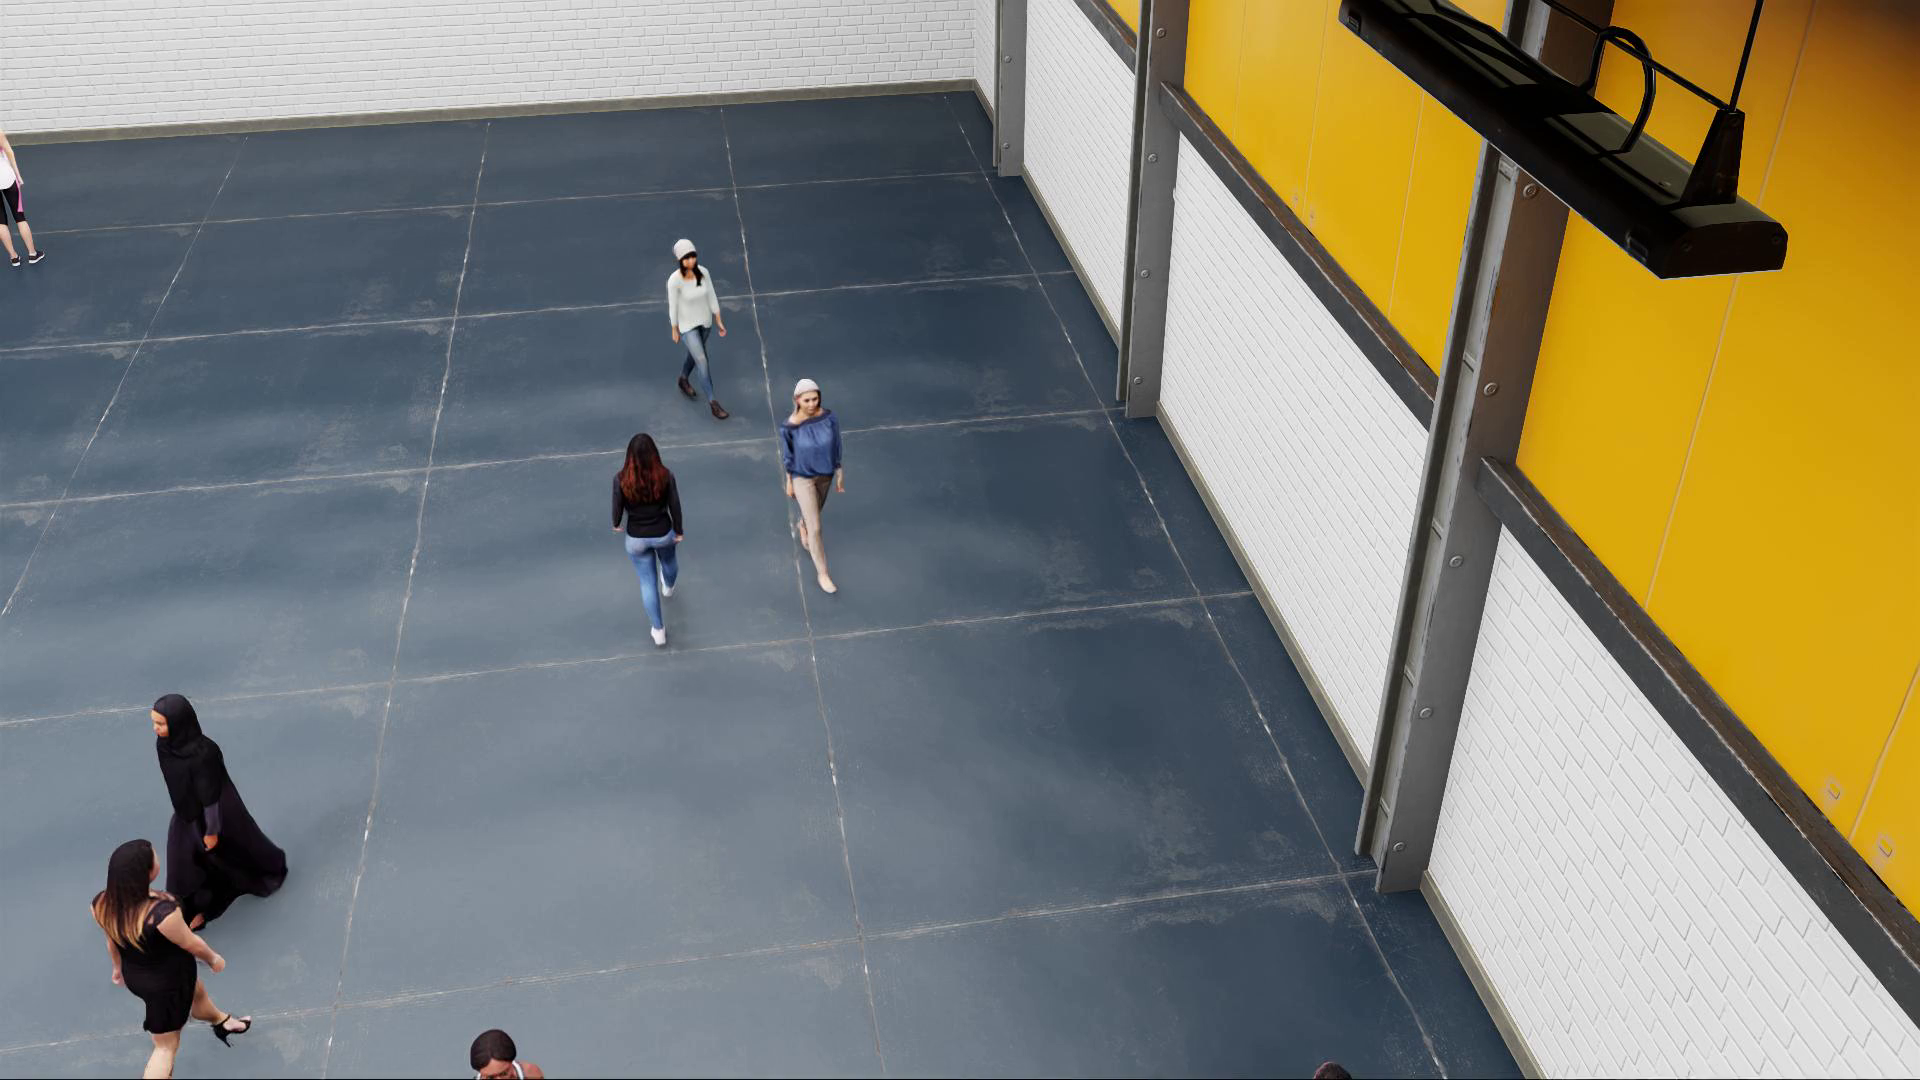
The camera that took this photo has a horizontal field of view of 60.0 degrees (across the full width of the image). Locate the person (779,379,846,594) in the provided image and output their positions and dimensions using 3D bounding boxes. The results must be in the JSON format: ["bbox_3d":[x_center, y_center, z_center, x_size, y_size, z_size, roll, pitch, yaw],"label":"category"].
[{"bbox_3d":[-1.150,-0.492,12.669,0.853,1.661,1.184,-16,37,-23],"label":"person"}]

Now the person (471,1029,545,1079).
[{"bbox_3d":[-2.027,2.836,7.580,0.627,1.754,0.615,-18,38,-25],"label":"person"}]

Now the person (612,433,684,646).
[{"bbox_3d":[-2.219,0.019,11.955,0.717,1.602,1.071,-10,35,-14],"label":"person"}]

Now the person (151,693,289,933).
[{"bbox_3d":[-4.325,1.518,9.697,1.027,1.604,1.164,16,37,23],"label":"person"}]

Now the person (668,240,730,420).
[{"bbox_3d":[-2.408,-1.935,14.897,0.964,1.599,1.154,-28,43,-35],"label":"person"}]

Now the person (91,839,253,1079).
[{"bbox_3d":[-4.106,2.308,8.452,1.027,1.667,1.205,13,36,19],"label":"person"}]

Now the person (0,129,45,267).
[{"bbox_3d":[-10.090,-3.751,17.458,0.627,1.788,0.551,-10,35,-14],"label":"person"}]
